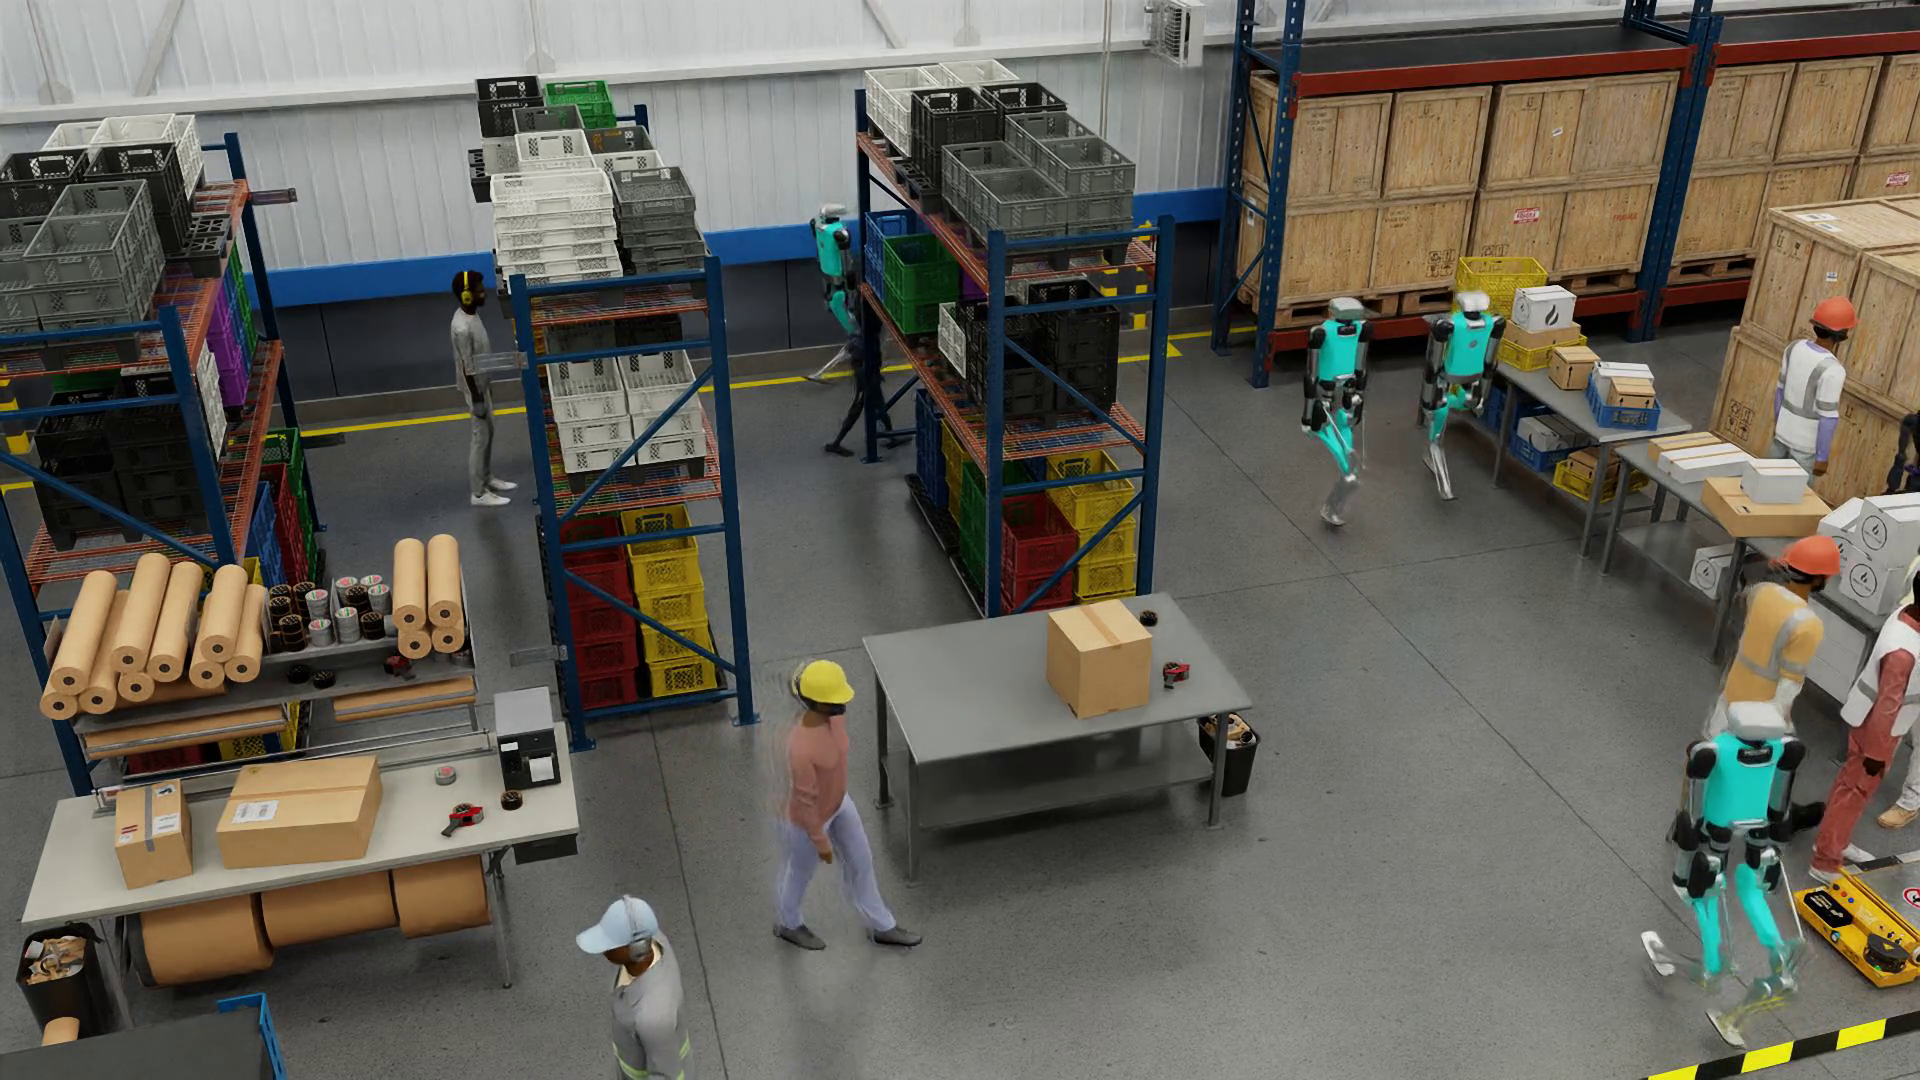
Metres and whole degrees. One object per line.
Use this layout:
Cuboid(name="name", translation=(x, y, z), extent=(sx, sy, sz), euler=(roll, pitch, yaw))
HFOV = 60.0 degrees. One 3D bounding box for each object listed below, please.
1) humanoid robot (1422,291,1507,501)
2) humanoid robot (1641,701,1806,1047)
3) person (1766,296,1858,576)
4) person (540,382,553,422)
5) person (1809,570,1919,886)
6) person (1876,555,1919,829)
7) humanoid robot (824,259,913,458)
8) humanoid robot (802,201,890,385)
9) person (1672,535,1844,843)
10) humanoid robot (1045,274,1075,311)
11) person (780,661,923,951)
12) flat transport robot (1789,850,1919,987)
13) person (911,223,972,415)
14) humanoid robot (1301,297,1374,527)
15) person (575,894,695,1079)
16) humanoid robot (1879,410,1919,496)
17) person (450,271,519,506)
Cuboid(name="humanoid robot", translation=(3.736, -1.159, 12.775), extent=(0.540, 1.738, 1.057), euler=(-3, 29, -6))
Cuboid(name="humanoid robot", translation=(3.612, 1.613, 7.697), extent=(0.548, 1.730, 0.984), euler=(-3, 29, -5))
Cuboid(name="person", translation=(5.904, -0.727, 11.639), extent=(0.358, 2.047, 0.613), euler=(-3, 29, -6))
Cuboid(name="person", translation=(-3.222, -1.370, 13.122), extent=(0.485, 1.744, 0.294), euler=(-1, 29, -1))
Cuboid(name="person", translation=(4.817, 0.963, 8.697), extent=(0.394, 1.919, 0.588), euler=(18, 34, 29))
Cuboid(name="person", translation=(5.329, 0.743, 9.188), extent=(0.429, 1.837, 0.622), euler=(-10, 30, -18))
Cuboid(name="humanoid robot", translation=(-0.751, -1.451, 13.395), extent=(0.759, 1.621, 0.618), euler=(-7, 29, -12))
Cuboid(name="humanoid robot", translation=(-0.917, -2.150, 14.559), extent=(1.048, 1.733, 0.531), euler=(-19, 34, -30))
Cuboid(name="person", translation=(4.427, 0.829, 8.974), extent=(0.955, 1.889, 0.560), euler=(-7, 30, -12))
Cuboid(name="humanoid robot", translation=(0.969, -2.147, 14.526), extent=(0.728, 1.779, 0.530), euler=(-12, 31, -21))
Cuboid(name="person", translation=(-0.570, 1.356, 8.169), extent=(0.833, 1.734, 0.544), euler=(12, 31, 20))
Cuboid(name="flat transport robot", translation=(5.163, 1.916, 8.676), extent=(1.431, 0.231, 0.659), euler=(-8, 30, -14))
Cuboid(name="person", translation=(-0.123, -1.903, 14.050), extent=(0.716, 1.815, 0.534), euler=(8, 30, 14))
Cuboid(name="humanoid robot", translation=(2.828, -0.844, 12.194), extent=(0.545, 1.801, 0.837), euler=(-12, 31, -21))
Cuboid(name="person", translation=(-1.248, 2.147, 6.611), extent=(0.383, 1.851, 0.596), euler=(-8, 30, -15))
Cuboid(name="humanoid robot", translation=(6.626, -0.362, 11.385), extent=(0.608, 1.641, 0.447), euler=(-8, 30, -14))
Cuboid(name="person", translation=(-3.633, -1.147, 12.601), extent=(0.327, 1.861, 0.500), euler=(-4, 29, -7))
